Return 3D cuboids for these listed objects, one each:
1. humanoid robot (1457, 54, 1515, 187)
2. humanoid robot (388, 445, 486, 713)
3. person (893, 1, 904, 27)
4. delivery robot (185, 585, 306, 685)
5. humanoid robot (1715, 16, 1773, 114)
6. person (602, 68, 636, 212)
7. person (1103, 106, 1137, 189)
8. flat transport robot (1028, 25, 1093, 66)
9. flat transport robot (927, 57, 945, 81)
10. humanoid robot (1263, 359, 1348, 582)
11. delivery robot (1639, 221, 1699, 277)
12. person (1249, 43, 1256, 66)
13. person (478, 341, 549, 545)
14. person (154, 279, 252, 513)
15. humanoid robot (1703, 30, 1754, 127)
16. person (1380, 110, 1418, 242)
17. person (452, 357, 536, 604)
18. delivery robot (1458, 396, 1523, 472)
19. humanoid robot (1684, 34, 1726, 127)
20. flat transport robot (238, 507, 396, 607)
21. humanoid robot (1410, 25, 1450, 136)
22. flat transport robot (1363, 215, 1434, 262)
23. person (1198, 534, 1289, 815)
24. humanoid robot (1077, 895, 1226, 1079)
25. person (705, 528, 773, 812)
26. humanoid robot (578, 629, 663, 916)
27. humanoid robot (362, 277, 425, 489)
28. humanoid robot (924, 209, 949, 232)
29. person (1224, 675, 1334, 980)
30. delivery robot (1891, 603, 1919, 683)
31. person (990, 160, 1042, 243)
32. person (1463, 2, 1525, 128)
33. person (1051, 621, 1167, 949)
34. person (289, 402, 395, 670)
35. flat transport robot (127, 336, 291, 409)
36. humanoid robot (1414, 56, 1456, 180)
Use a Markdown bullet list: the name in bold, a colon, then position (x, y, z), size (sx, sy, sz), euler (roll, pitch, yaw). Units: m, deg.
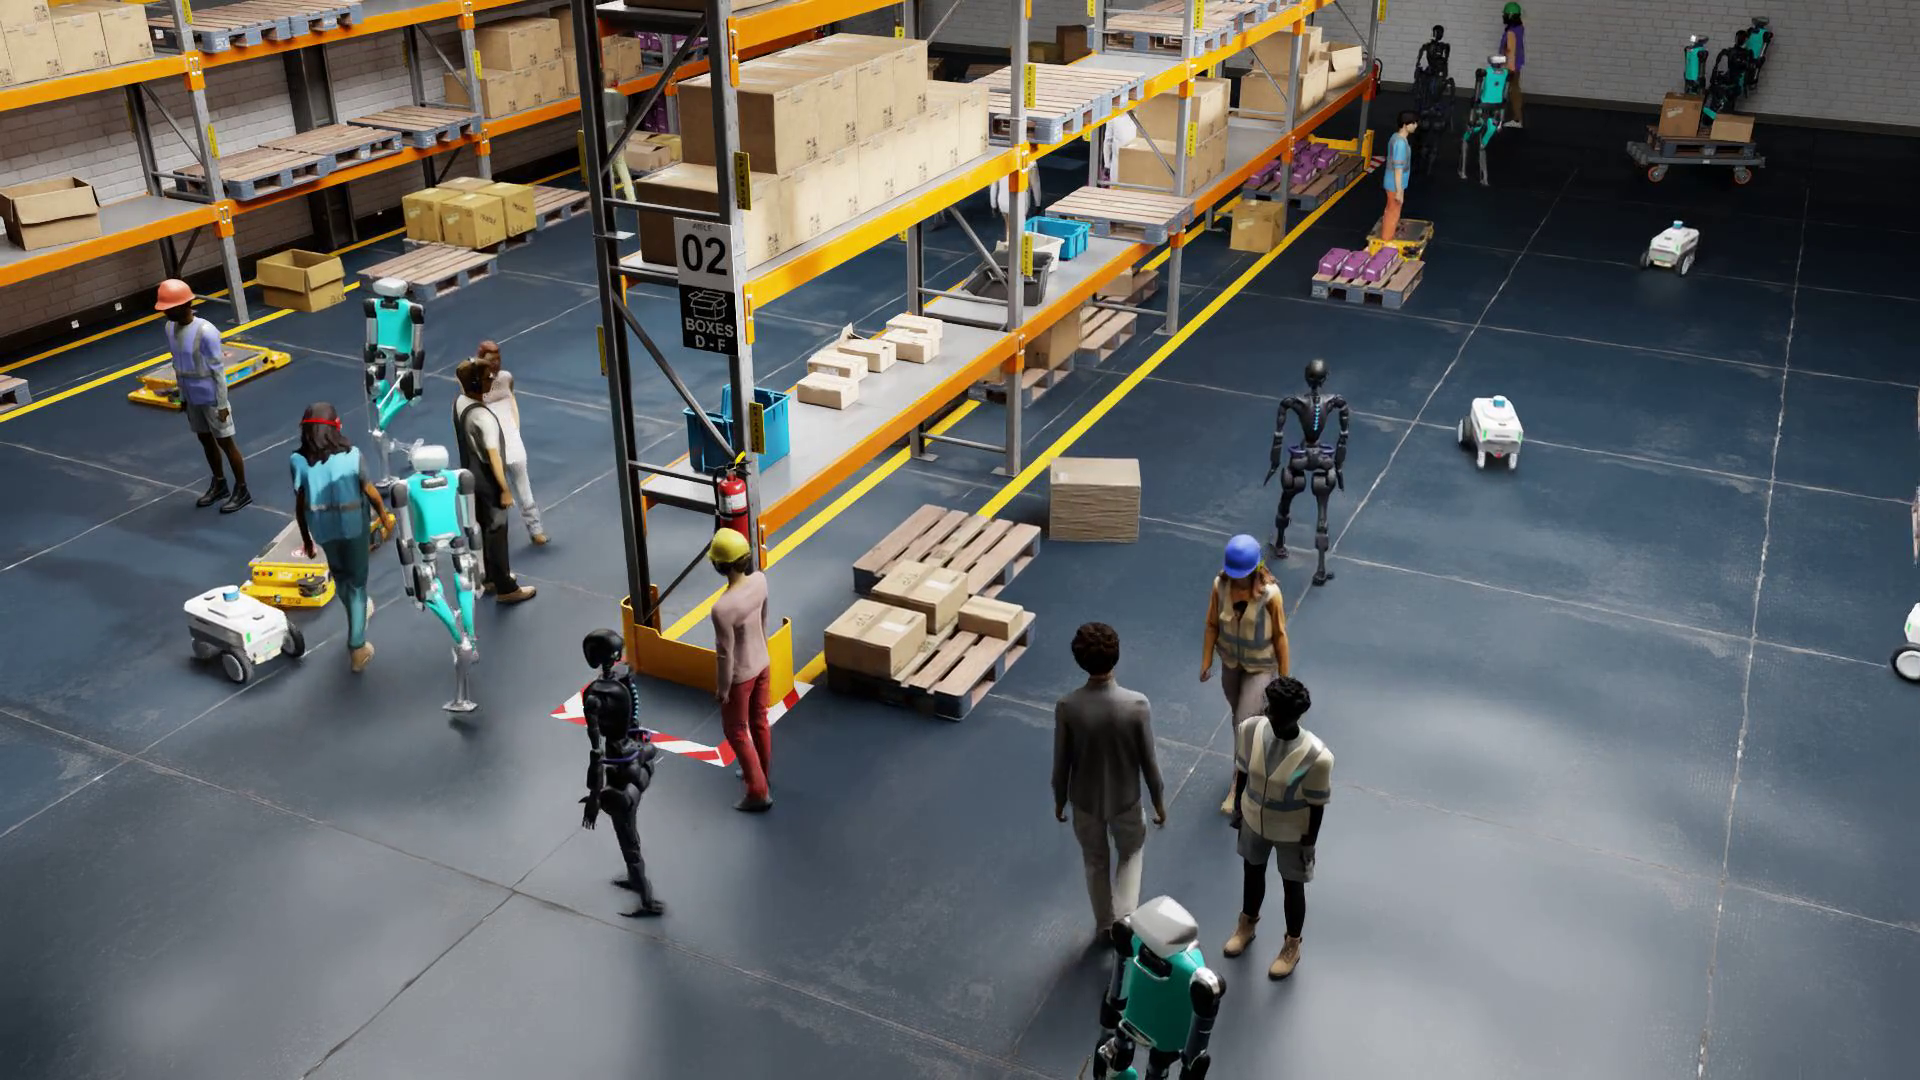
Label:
- **humanoid robot**: position (7.146, -5.801, 22.857), size (0.550, 1.784, 0.870), euler (-4, 27, -7)
- **humanoid robot**: position (-3.194, 0.313, 10.518), size (0.551, 1.731, 1.049), euler (-16, 30, -28)
- **person**: position (-1.025, -9.509, 30.258), size (0.385, 1.815, 0.521), euler (17, 31, 30)
- **delivery robot**: position (-4.880, 0.587, 11.249), size (0.768, 0.576, 0.499), euler (16, 30, 28)
- **humanoid robot**: position (11.810, -7.085, 25.283), size (0.735, 1.677, 0.533), euler (-3, 27, -7)
- **person**: position (-4.461, -5.115, 21.385), size (0.389, 1.805, 0.653), euler (18, 32, 32)
- **person**: position (2.045, -4.533, 20.098), size (0.638, 1.901, 0.409), euler (2, 26, 5)
- **flat transport robot**: position (1.761, -8.179, 29.299), size (1.431, 0.231, 0.659), euler (21, 33, 36)
- **flat transport robot**: position (-0.734, -6.718, 26.349), size (1.431, 0.231, 0.659), euler (5, 27, 9)
- **humanoid robot**: position (2.567, -0.545, 12.321), size (0.602, 1.626, 0.744), euler (0, 26, -1)
- **delivery robot**: position (8.287, -3.412, 19.313), size (0.499, 0.565, 0.745), euler (21, 33, 36)
- **person**: position (4.897, -7.696, 26.517), size (0.552, 1.877, 0.402), euler (24, 35, 39)
- **person**: position (-3.515, -0.720, 12.710), size (0.447, 1.631, 0.741), euler (-19, 32, -33)
- **person**: position (-6.041, -1.143, 13.222), size (0.543, 1.929, 0.387), euler (13, 29, 24)
- **humanoid robot**: position (11.543, -6.848, 25.034), size (0.616, 1.644, 0.476), euler (2, 26, 4)
- **person**: position (5.130, -4.158, 19.501), size (0.333, 1.758, 0.502), euler (4, 27, 9)
- **person**: position (-3.360, -0.424, 11.859), size (0.346, 1.846, 0.507), euler (-21, 33, -36)
- **delivery robot**: position (4.628, -0.953, 14.400), size (0.499, 0.612, 0.805), euler (4, 27, 7)
- **humanoid robot**: position (10.789, -6.355, 24.105), size (0.780, 1.890, 0.532), euler (-2, 26, -4)
- **flat transport robot**: position (-4.854, 0.086, 12.604), size (0.659, 0.231, 1.431), euler (2, 26, 5)
- **humanoid robot**: position (7.152, -7.034, 25.395), size (0.612, 1.638, 0.394), euler (-8, 27, -16)
- **flat transport robot**: position (5.310, -3.634, 20.118), size (0.659, 0.231, 1.431), euler (10, 28, 19)
- **person**: position (1.619, 0.751, 9.595), size (0.485, 1.731, 0.681), euler (19, 32, 34)
- **humanoid robot**: position (0.555, 2.305, 6.547), size (0.853, 1.854, 0.557), euler (-20, 33, -35)
- **person**: position (-1.250, 0.750, 9.591), size (0.385, 1.772, 0.533), euler (11, 28, 21)
- **humanoid robot**: position (-1.779, 1.216, 8.732), size (0.346, 1.655, 0.589), euler (5, 27, 11)
- **humanoid robot**: position (-4.720, -1.218, 13.621), size (0.541, 1.717, 1.068), euler (6, 27, 12)
- **humanoid robot**: position (-0.330, -4.693, 20.682), size (0.557, 1.638, 0.612), euler (-22, 34, -37)
- **person**: position (1.583, 1.415, 8.313), size (0.532, 1.692, 0.320), euler (22, 34, 37)
- **delivery robot**: position (6.645, 0.701, 11.031), size (0.744, 0.586, 0.524), euler (20, 32, 34)
- **person**: position (0.637, -3.836, 18.899), size (0.556, 1.703, 0.905), euler (15, 30, 27)
- **person**: position (8.432, -7.394, 25.892), size (0.976, 1.882, 0.548), euler (15, 30, 27)
- **person**: position (0.741, 1.307, 8.319), size (0.593, 1.875, 0.527), euler (3, 27, 6)
- **person**: position (-4.122, -0.094, 11.212), size (0.538, 1.830, 0.834), euler (-1, 26, -2)
- **flat transport robot**: position (-7.230, -1.615, 16.040), size (0.659, 0.231, 1.431), euler (10, 28, 20)
- **humanoid robot**: position (6.589, -5.865, 23.050), size (0.608, 1.634, 0.590), euler (16, 30, 29)
